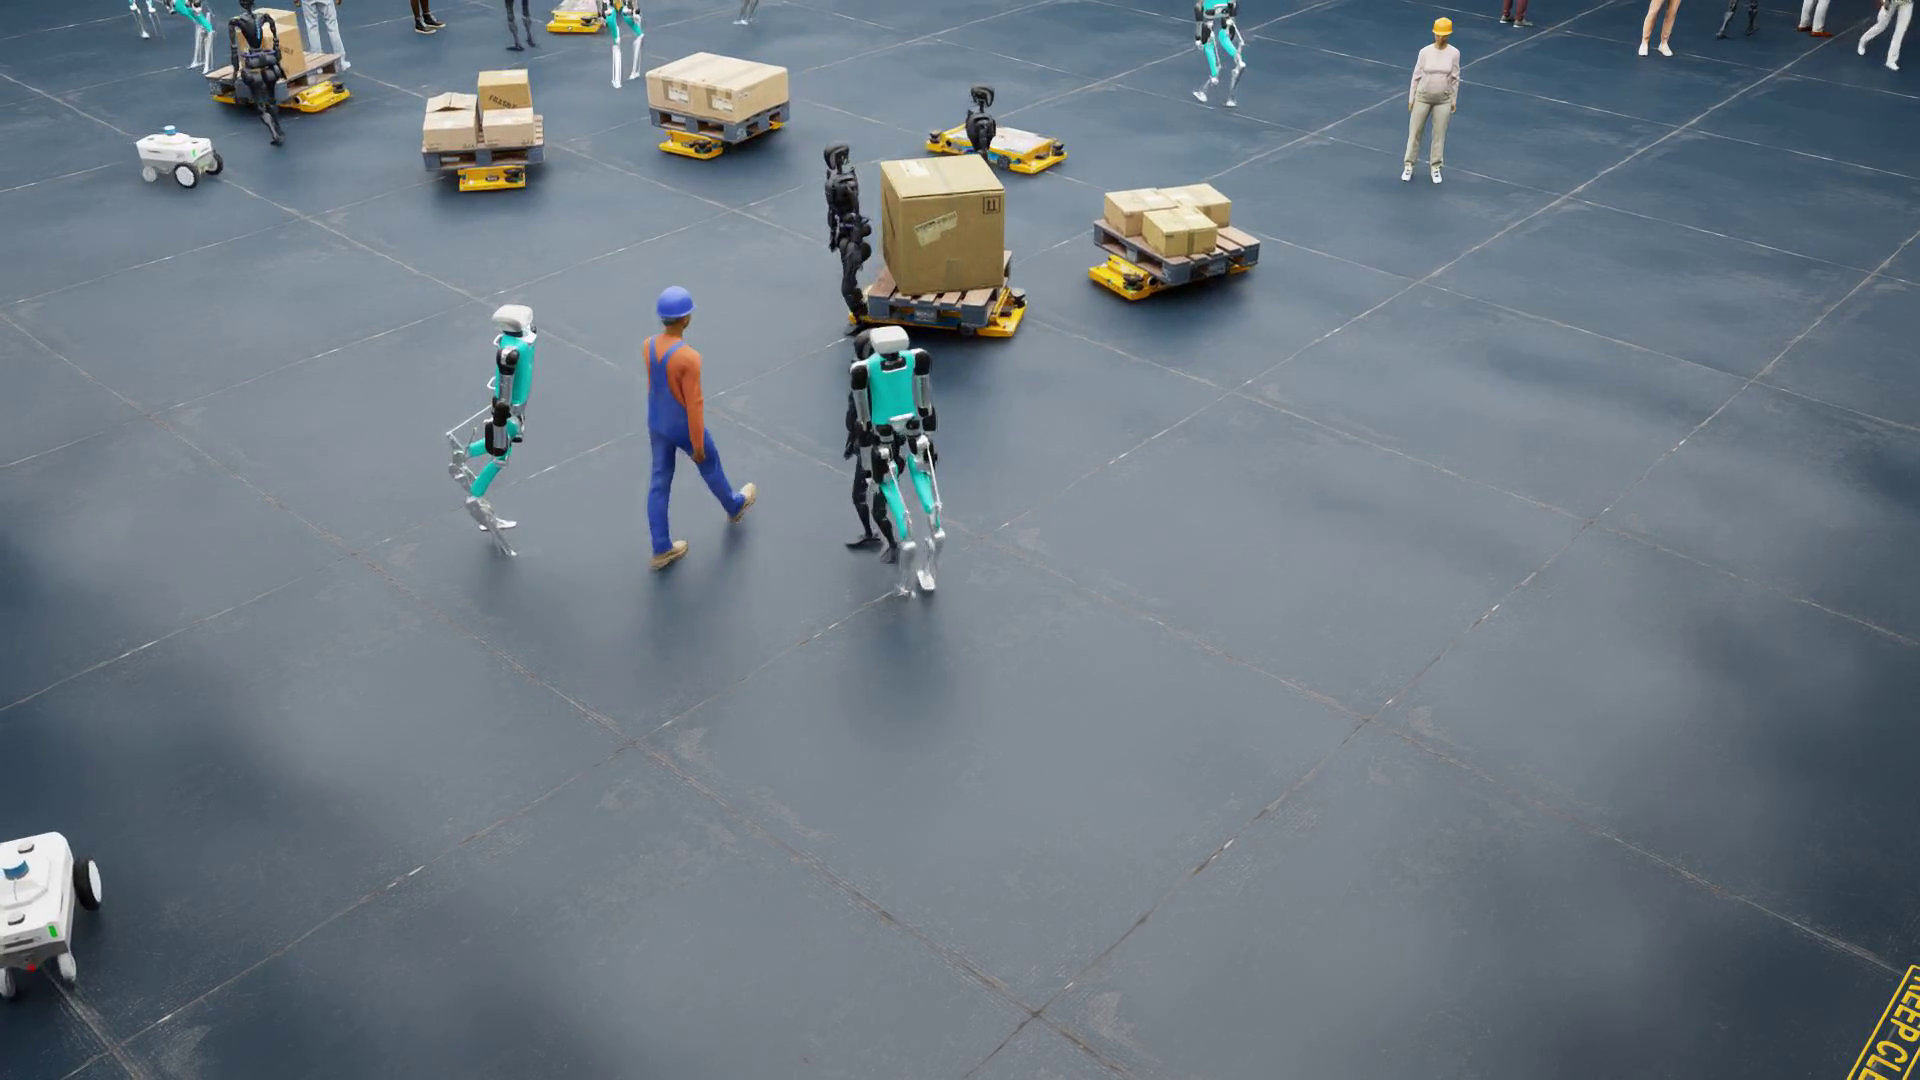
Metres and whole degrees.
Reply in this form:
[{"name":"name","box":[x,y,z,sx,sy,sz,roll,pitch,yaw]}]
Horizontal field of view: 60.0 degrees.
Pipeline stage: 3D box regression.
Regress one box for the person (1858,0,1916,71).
[{"name":"person","box":[11.685,-6.744,20.732,0.519,1.607,0.694,-3,32,-5]}]

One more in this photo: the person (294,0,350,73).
[{"name":"person","box":[-7.902,-6.703,20.386,0.592,1.919,0.392,-7,33,-12]}]

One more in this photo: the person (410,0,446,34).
[{"name":"person","box":[-7.192,-7.742,22.013,0.364,1.965,0.609,6,32,9]}]

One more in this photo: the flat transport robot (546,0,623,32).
[{"name":"flat transport robot","box":[-5.138,-7.239,22.811,0.659,0.231,1.431,3,32,5]}]

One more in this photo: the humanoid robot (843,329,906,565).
[{"name":"humanoid robot","box":[-0.545,-0.591,10.777,0.336,1.666,0.602,-20,37,-29]}]

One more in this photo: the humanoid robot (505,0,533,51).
[{"name":"humanoid robot","box":[-5.741,-7.171,21.368,0.610,1.636,0.423,-21,38,-30]}]

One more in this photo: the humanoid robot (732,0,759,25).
[{"name":"humanoid robot","box":[-2.927,-7.774,22.295,0.667,1.811,0.530,19,37,28]}]

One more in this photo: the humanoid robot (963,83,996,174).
[{"name":"humanoid robot","box":[0.191,-3.371,15.257,0.366,1.658,0.596,-3,32,-6]}]

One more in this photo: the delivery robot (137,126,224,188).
[{"name":"delivery robot","box":[-8.152,-4.003,17.334,0.802,0.600,0.499,7,33,11]}]

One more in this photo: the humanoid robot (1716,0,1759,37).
[{"name":"humanoid robot","box":[10.377,-7.428,21.818,0.686,1.657,0.600,-22,38,-31]}]

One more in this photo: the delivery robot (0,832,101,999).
[{"name":"delivery robot","box":[-4.485,1.768,8.026,0.499,0.583,0.767,-11,34,-18]}]

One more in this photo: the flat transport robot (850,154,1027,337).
[{"name":"flat transport robot","box":[-0.176,-2.034,14.429,1.431,0.231,0.659,7,32,11]}]

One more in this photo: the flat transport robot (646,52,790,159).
[{"name":"flat transport robot","box":[-2.637,-4.553,18.486,0.659,0.231,1.431,18,36,26]}]

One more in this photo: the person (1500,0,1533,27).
[{"name":"person","box":[7.601,-7.823,22.297,0.381,1.806,0.552,-16,35,-23]}]

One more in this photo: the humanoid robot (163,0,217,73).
[{"name":"humanoid robot","box":[-9.482,-6.672,20.492,0.537,1.776,0.691,9,33,15]}]

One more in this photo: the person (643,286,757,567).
[{"name":"person","box":[-1.783,-0.795,10.931,0.523,1.850,0.988,17,36,25]}]

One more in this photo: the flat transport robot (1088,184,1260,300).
[{"name":"flat transport robot","box":[1.943,-2.530,15.229,1.431,0.231,0.659,-18,36,-27]}]

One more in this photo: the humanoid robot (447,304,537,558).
[{"name":"humanoid robot","box":[-3.120,-0.693,10.921,0.844,1.790,0.537,1,32,2]}]

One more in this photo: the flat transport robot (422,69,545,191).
[{"name":"flat transport robot","box":[-5.002,-4.025,17.636,0.659,0.231,1.431,-6,32,-10]}]

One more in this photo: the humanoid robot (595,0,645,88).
[{"name":"humanoid robot","box":[-4.127,-6.427,20.132,0.575,1.802,0.811,-1,32,-1]}]

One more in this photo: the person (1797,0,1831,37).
[{"name":"person","box":[11.454,-7.569,21.866,0.365,1.824,0.530,-8,33,-12]}]

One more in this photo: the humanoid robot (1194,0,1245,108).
[{"name":"humanoid robot","box":[3.031,-5.752,19.059,0.534,1.763,1.013,-12,34,-19]}]

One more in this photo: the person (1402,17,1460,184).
[{"name":"person","box":[4.853,-4.509,17.068,0.480,1.693,0.336,6,32,10]}]

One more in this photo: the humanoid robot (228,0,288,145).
[{"name":"humanoid robot","box":[-7.679,-5.174,18.181,0.611,1.635,0.609,26,40,35]}]

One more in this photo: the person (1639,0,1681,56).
[{"name":"person","box":[9.000,-7.071,21.020,0.513,1.873,0.366,2,32,3]}]

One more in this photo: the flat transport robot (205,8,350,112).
[{"name":"flat transport robot","box":[-8.047,-5.315,19.713,1.431,0.231,0.659,10,33,15]}]

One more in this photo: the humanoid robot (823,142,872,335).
[{"name":"humanoid robot","box":[-0.898,-2.535,13.909,0.421,1.637,0.585,-17,36,-26]}]

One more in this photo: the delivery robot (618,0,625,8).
[{"name":"delivery robot","box":[-5.077,-7.724,23.338,0.789,0.614,0.499,-11,33,-17]}]

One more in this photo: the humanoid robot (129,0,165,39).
[{"name":"humanoid robot","box":[-10.740,-7.320,21.599,0.540,1.853,0.681,-16,35,-24]}]

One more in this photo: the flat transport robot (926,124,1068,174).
[{"name":"flat transport robot","box":[0.393,-4.268,18.026,1.431,0.231,0.659,21,38,30]}]

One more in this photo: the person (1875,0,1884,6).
[{"name":"person","box":[13.029,-8.474,23.276,0.651,1.883,0.701,-27,41,-36]}]

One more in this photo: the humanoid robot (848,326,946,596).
[{"name":"humanoid robot","box":[-0.327,-0.424,10.431,0.545,1.756,0.763,-13,34,-21]}]
